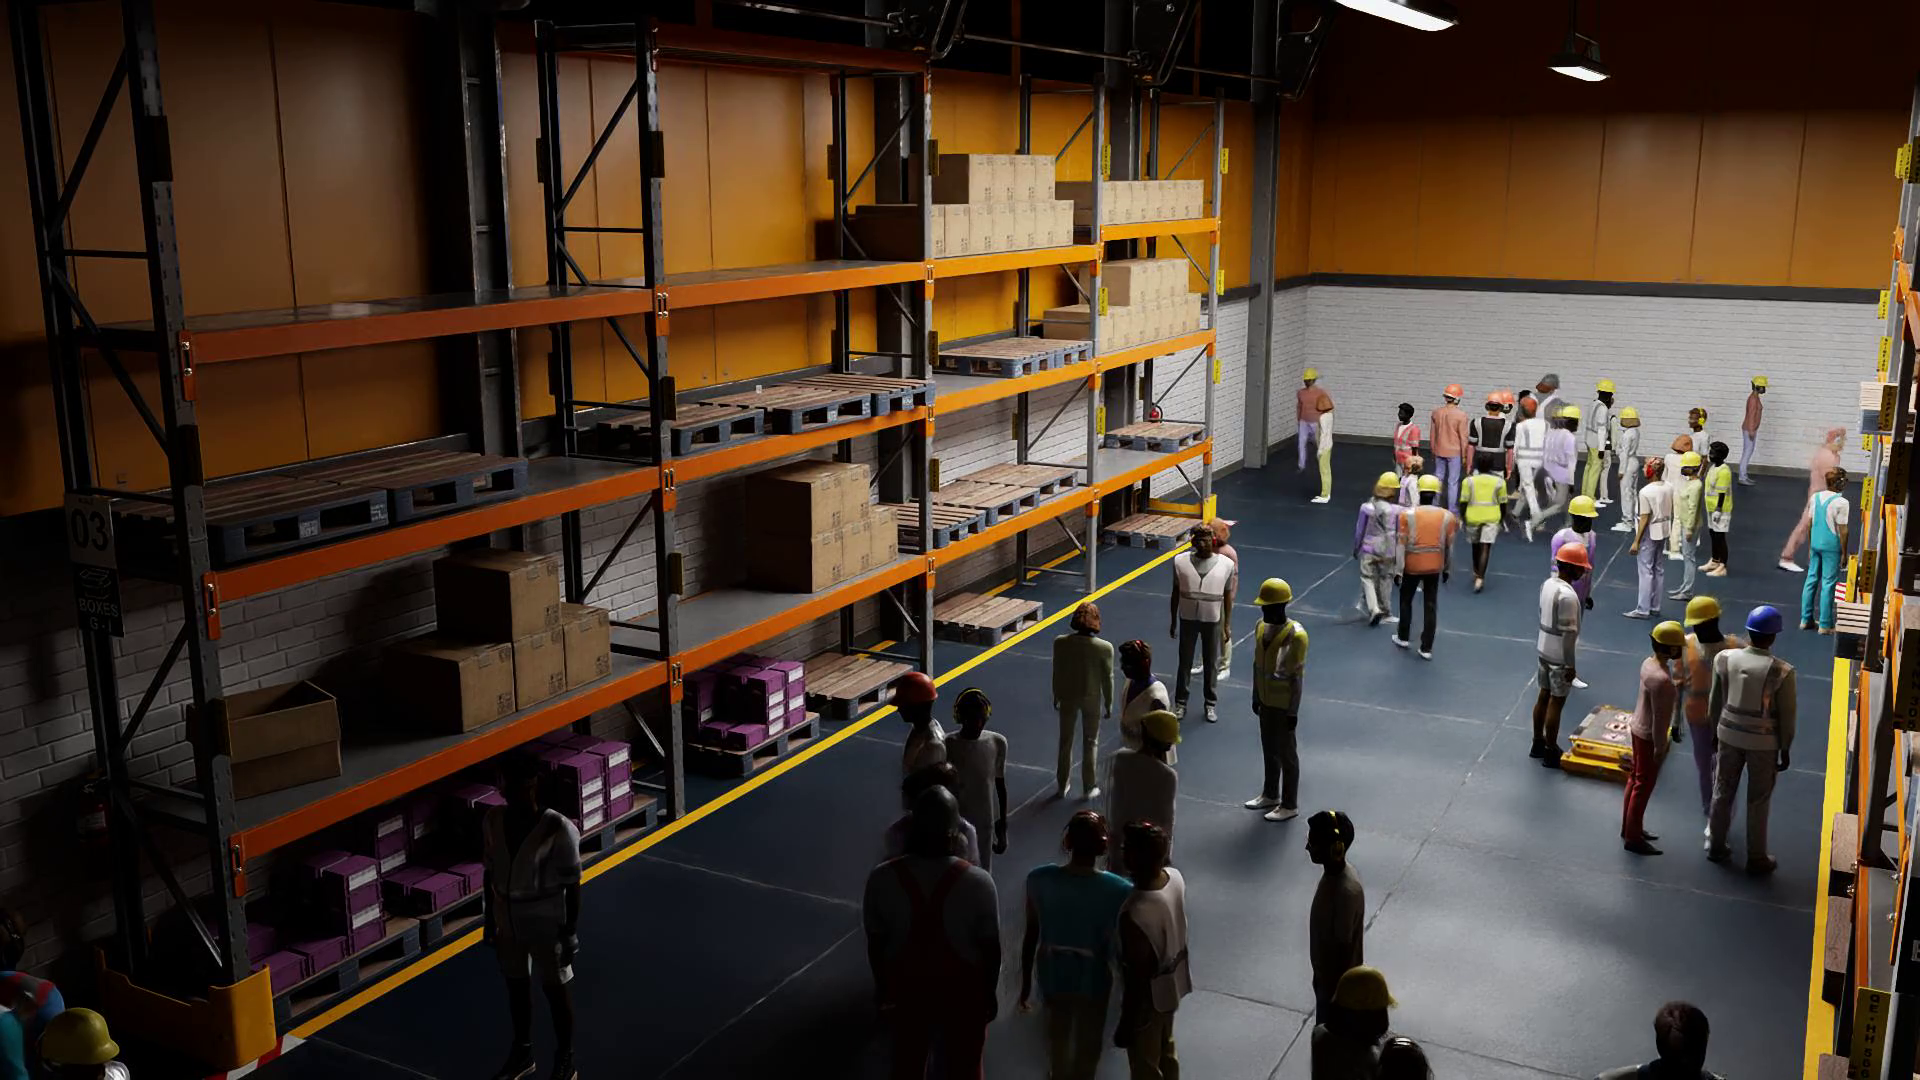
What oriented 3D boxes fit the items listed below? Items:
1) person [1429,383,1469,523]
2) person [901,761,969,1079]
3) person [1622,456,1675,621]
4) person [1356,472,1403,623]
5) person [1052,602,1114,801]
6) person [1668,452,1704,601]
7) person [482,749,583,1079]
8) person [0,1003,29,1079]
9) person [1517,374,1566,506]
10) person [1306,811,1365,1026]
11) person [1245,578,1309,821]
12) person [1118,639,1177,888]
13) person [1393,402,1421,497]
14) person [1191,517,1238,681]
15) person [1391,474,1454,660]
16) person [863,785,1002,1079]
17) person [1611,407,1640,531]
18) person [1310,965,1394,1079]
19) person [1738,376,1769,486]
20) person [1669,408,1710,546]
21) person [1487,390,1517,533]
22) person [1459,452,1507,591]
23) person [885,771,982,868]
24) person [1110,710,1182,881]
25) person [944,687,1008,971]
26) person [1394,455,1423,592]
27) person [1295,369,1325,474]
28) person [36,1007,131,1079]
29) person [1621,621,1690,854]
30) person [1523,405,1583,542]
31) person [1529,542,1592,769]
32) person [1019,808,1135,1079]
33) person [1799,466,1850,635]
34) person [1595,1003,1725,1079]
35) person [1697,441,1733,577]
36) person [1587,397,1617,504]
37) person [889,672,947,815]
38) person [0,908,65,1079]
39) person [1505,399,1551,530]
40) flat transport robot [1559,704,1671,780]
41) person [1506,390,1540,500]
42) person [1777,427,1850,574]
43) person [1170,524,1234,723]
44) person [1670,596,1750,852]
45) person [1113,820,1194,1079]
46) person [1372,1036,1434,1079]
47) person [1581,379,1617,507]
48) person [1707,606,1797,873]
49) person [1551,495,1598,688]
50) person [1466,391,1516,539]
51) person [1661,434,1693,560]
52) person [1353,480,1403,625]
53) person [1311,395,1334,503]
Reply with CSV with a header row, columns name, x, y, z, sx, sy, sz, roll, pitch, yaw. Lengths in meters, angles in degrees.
name,x,y,z,sx,sy,sz,roll,pitch,yaw
person,6.993,-1.240,23.761,0.379,1.996,0.611,-10,16,-38
person,-0.106,2.107,9.164,0.431,1.822,0.541,-10,16,-39
person,7.738,-0.015,18.613,0.564,1.848,0.388,-9,16,-36
person,4.719,0.083,18.424,0.425,1.727,0.512,-1,13,-5
person,0.980,1.287,13.293,0.503,1.623,0.298,4,13,16
person,8.520,-0.165,19.493,0.339,1.761,0.524,4,13,17
person,-2.334,2.068,9.019,0.613,1.964,0.361,5,13,20
person,-4.255,2.578,7.060,0.645,1.825,0.441,-1,13,-5
person,8.745,-1.550,25.048,0.754,2.000,0.598,9,15,34
person,1.874,2.253,8.437,0.327,1.862,0.509,1,13,4
person,2.447,1.226,12.911,0.398,1.919,0.582,-6,14,-27
person,1.285,1.568,11.583,0.418,1.828,0.561,-3,13,-13
person,6.433,-1.143,24.032,0.322,1.690,0.536,-4,13,-18
person,2.525,0.575,16.457,0.267,1.631,0.507,-9,15,-35
person,4.786,0.251,17.303,0.628,1.892,0.825,0,13,-1
person,-0.117,2.186,8.320,0.674,2.000,0.535,2,13,9
person,9.325,-0.997,23.271,0.354,1.735,0.485,9,15,35
person,1.650,2.622,7.070,0.348,1.735,0.493,-4,13,-17
person,12.690,-1.755,26.614,0.341,1.758,0.530,7,14,28
person,9.808,-0.844,22.273,0.317,1.870,0.531,1,13,3
person,7.487,-1.095,23.144,0.408,1.986,0.617,-2,13,-11
person,6.296,-0.230,20.034,0.543,1.644,0.855,4,13,17
person,-0.159,2.105,9.533,0.604,1.668,0.508,1,13,5
person,1.102,1.879,10.463,0.858,1.707,0.553,-12,18,-44
person,0.059,1.813,10.408,0.510,1.860,0.333,-3,13,-12
person,5.386,-0.203,19.918,0.307,1.643,0.514,0,13,-2
person,5.866,-1.994,27.708,0.526,1.751,0.690,9,16,36
person,-3.435,2.690,6.565,0.403,1.824,0.591,4,13,19
person,5.136,1.444,12.288,0.345,1.756,0.518,3,13,11
person,7.994,-0.852,22.247,0.752,1.896,0.620,1,13,5
person,5.077,0.964,14.045,0.374,1.929,0.542,-1,13,-2
person,0.626,2.248,8.539,0.592,1.816,0.723,4,13,17
person,9.418,0.111,18.054,0.345,1.846,0.508,-5,13,-20
person,2.703,2.680,6.426,0.595,1.922,0.456,2,13,7
person,9.404,-0.390,20.660,0.323,1.690,0.534,1,13,6
person,9.699,-1.374,25.167,0.310,1.640,0.514,-8,15,-32
person,-0.250,1.758,10.499,0.387,1.929,0.544,-2,13,-11
person,-4.167,2.503,7.353,0.633,1.841,0.429,1,13,3
person,7.998,-1.078,23.420,0.592,1.830,1.009,-4,13,-17
flat transport robot,5.691,1.729,14.362,0.652,0.197,1.431,8,15,32
person,8.627,-1.426,25.336,0.553,1.717,0.426,-12,17,-43
person,10.795,-0.478,20.687,1.037,1.842,0.654,7,14,29
person,2.203,0.747,15.200,0.563,1.847,0.388,2,13,10
person,5.560,1.362,12.374,0.636,1.877,0.813,10,16,38
person,0.949,2.288,8.301,0.395,1.847,0.564,7,14,28
person,1.639,2.746,6.276,0.504,1.840,0.341,1,13,4
person,9.552,-1.449,24.877,0.397,1.918,0.588,2,13,7
person,5.682,1.421,11.955,0.388,1.947,0.610,-10,16,-39
person,5.921,0.514,16.061,0.585,1.928,0.378,-8,15,-33
person,7.234,-1.015,22.694,0.614,2.029,0.409,4,13,19
person,9.293,-0.564,21.554,0.266,1.631,0.507,-5,13,-20
person,4.658,0.140,18.473,0.528,1.614,0.658,0,13,-2
person,5.507,-1.381,25.211,0.266,1.631,0.507,6,14,24
